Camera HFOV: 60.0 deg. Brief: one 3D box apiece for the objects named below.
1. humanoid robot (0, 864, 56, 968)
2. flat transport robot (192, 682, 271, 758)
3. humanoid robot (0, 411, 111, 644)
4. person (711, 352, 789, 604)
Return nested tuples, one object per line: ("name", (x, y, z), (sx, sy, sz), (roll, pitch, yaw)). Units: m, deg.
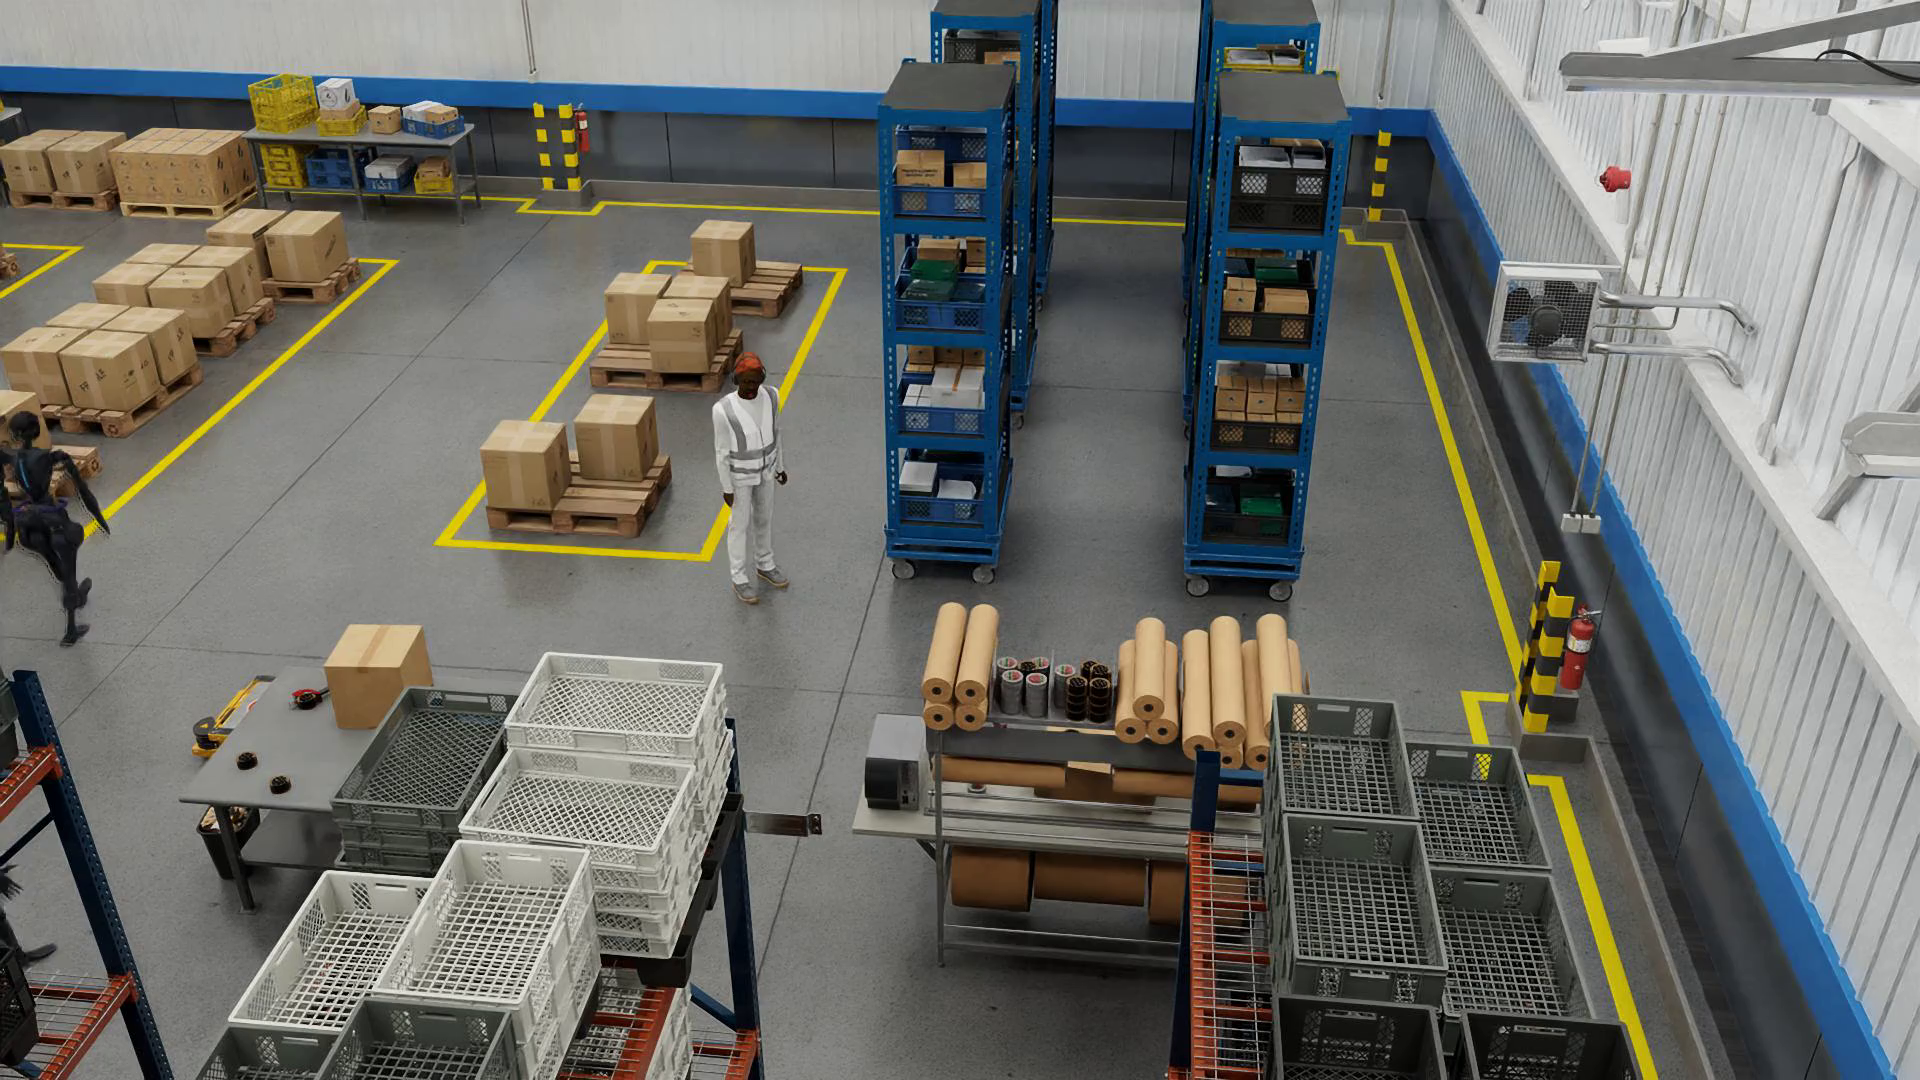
("humanoid robot", (-5.188, 1.692, 8.412), (0.734, 1.634, 0.538), (-21, 36, -32))
("flat transport robot", (-4.089, 1.163, 10.648), (1.431, 0.197, 0.652), (3, 30, 6))
("humanoid robot", (-6.298, -0.131, 11.537), (0.621, 1.624, 0.759), (0, 30, 0))
("person", (-1.478, -0.461, 11.860), (0.572, 1.884, 0.360), (-27, 39, -38))
